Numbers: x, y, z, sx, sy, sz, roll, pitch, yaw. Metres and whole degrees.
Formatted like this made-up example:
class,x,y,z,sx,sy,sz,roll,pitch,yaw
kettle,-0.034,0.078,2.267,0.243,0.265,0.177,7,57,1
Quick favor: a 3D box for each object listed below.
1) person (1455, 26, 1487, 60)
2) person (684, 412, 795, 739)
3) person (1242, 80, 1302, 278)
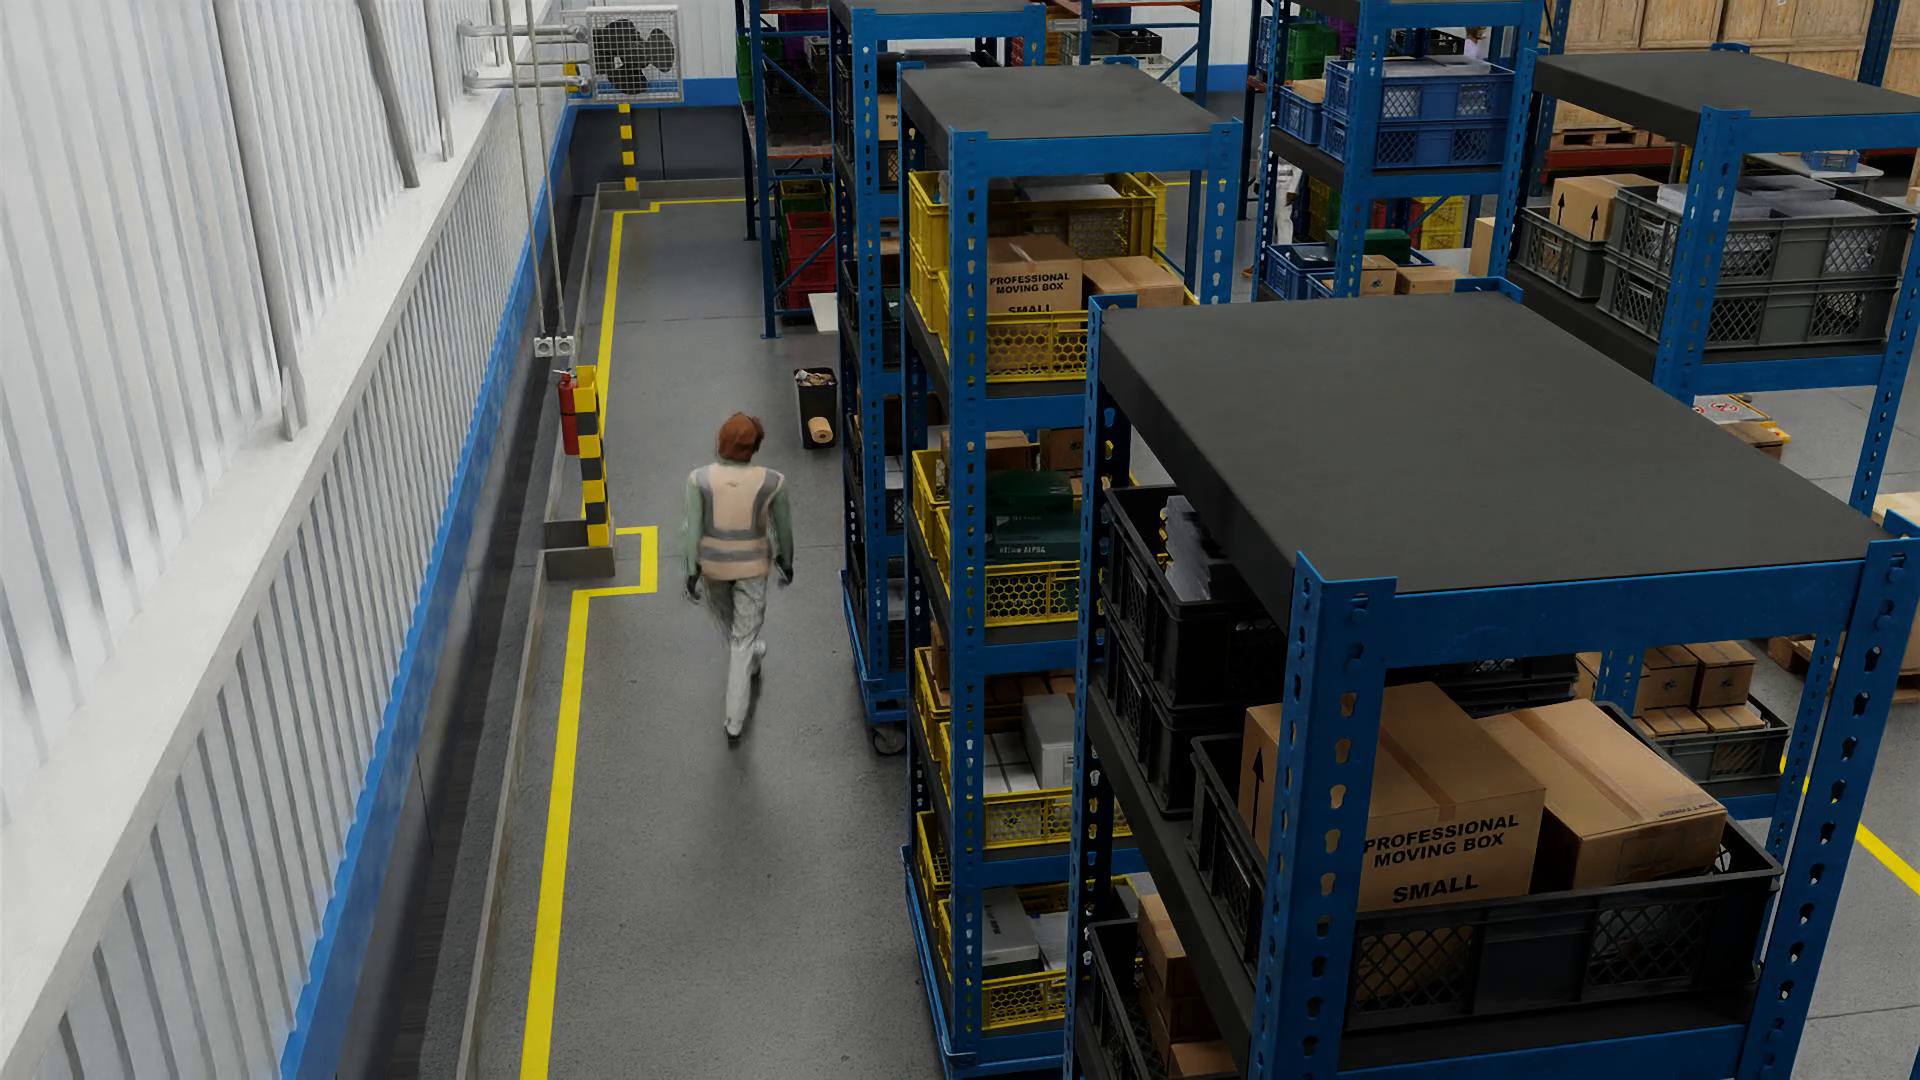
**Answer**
class,x,y,z,sx,sy,sz,roll,pitch,yaw
person,5.895,-5.126,19.428,0.372,1.940,0.630,2,25,3
person,-1.106,0.149,8.391,0.519,1.567,0.934,2,25,5
person,2.979,-3.368,15.673,0.355,1.882,0.576,-14,28,-28
